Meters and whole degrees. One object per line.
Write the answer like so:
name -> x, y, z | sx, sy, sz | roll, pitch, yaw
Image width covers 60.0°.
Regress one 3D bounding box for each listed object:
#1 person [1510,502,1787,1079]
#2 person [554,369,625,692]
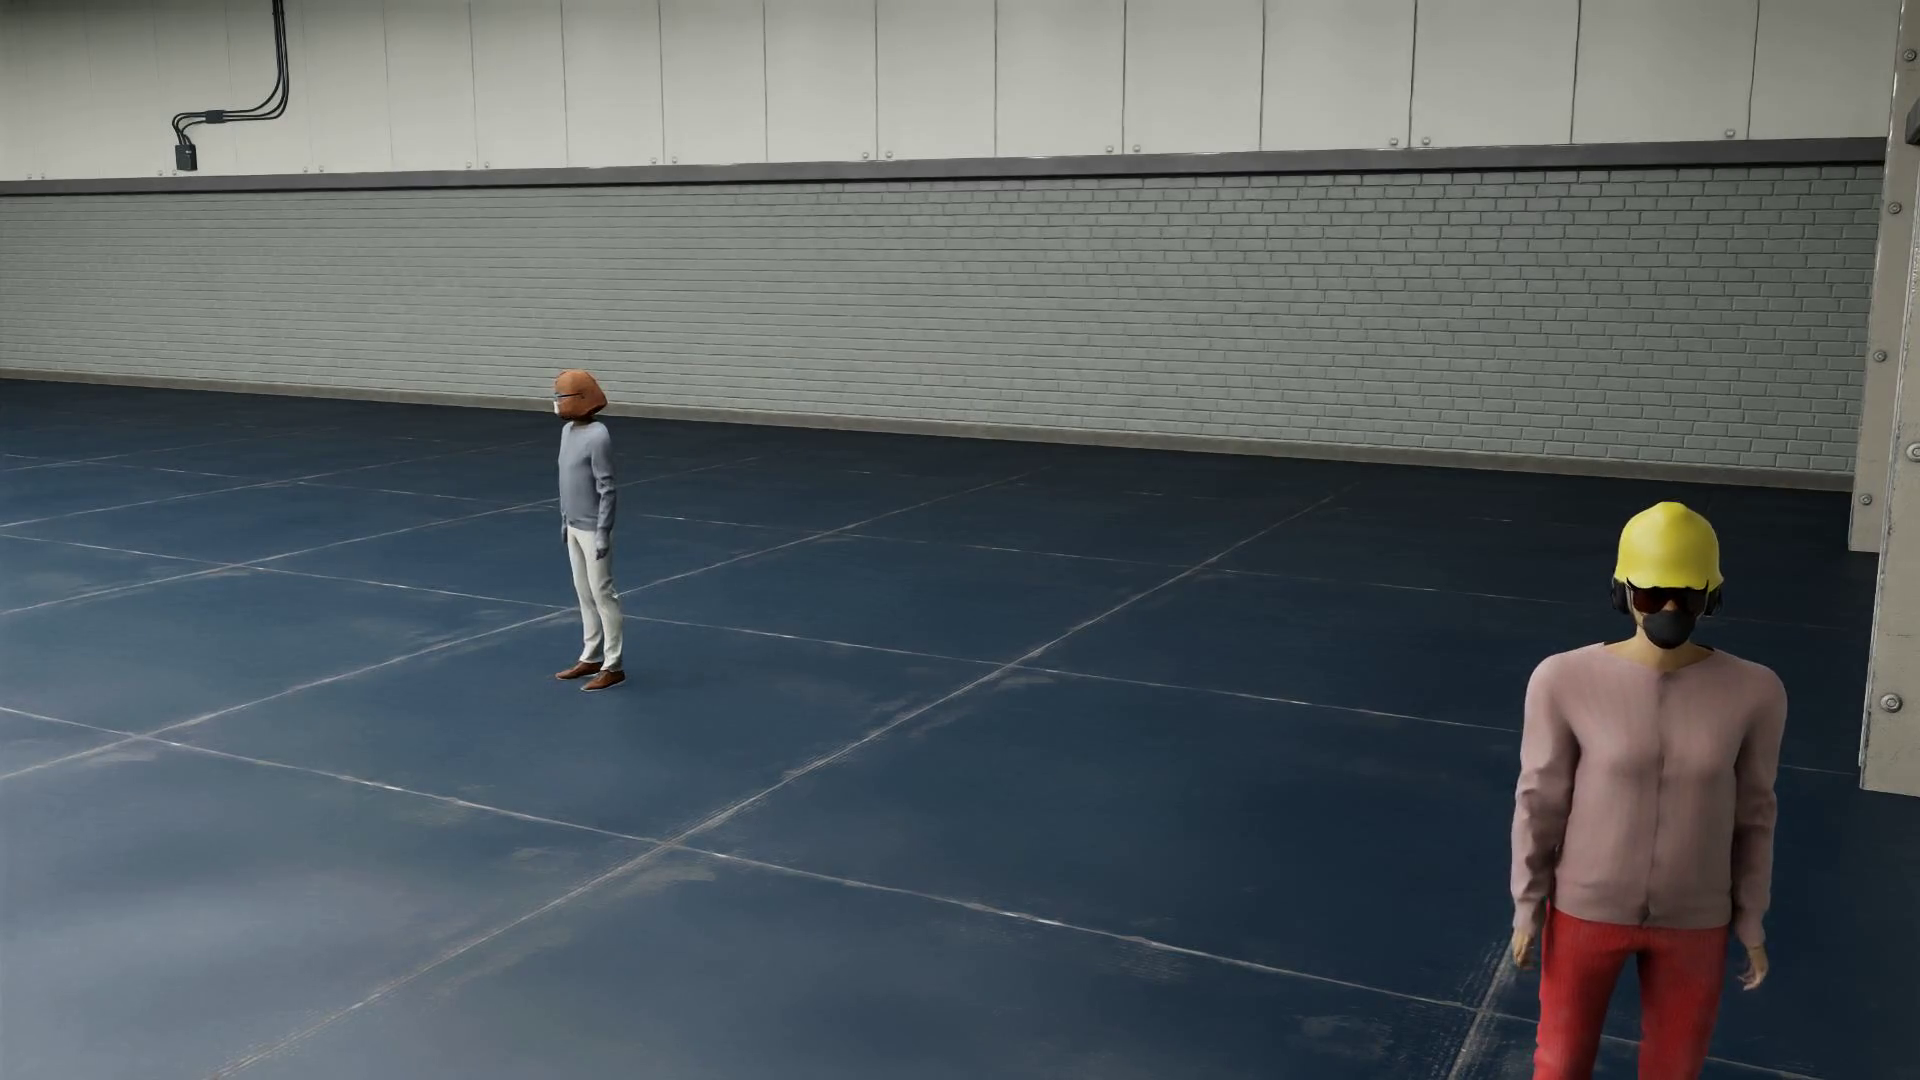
person -> 1.426, 0.790, 3.485 | 0.533, 1.767, 0.326 | 2, 10, 8
person -> -1.898, -0.051, 8.436 | 0.280, 1.631, 0.504 | -7, 13, -34
